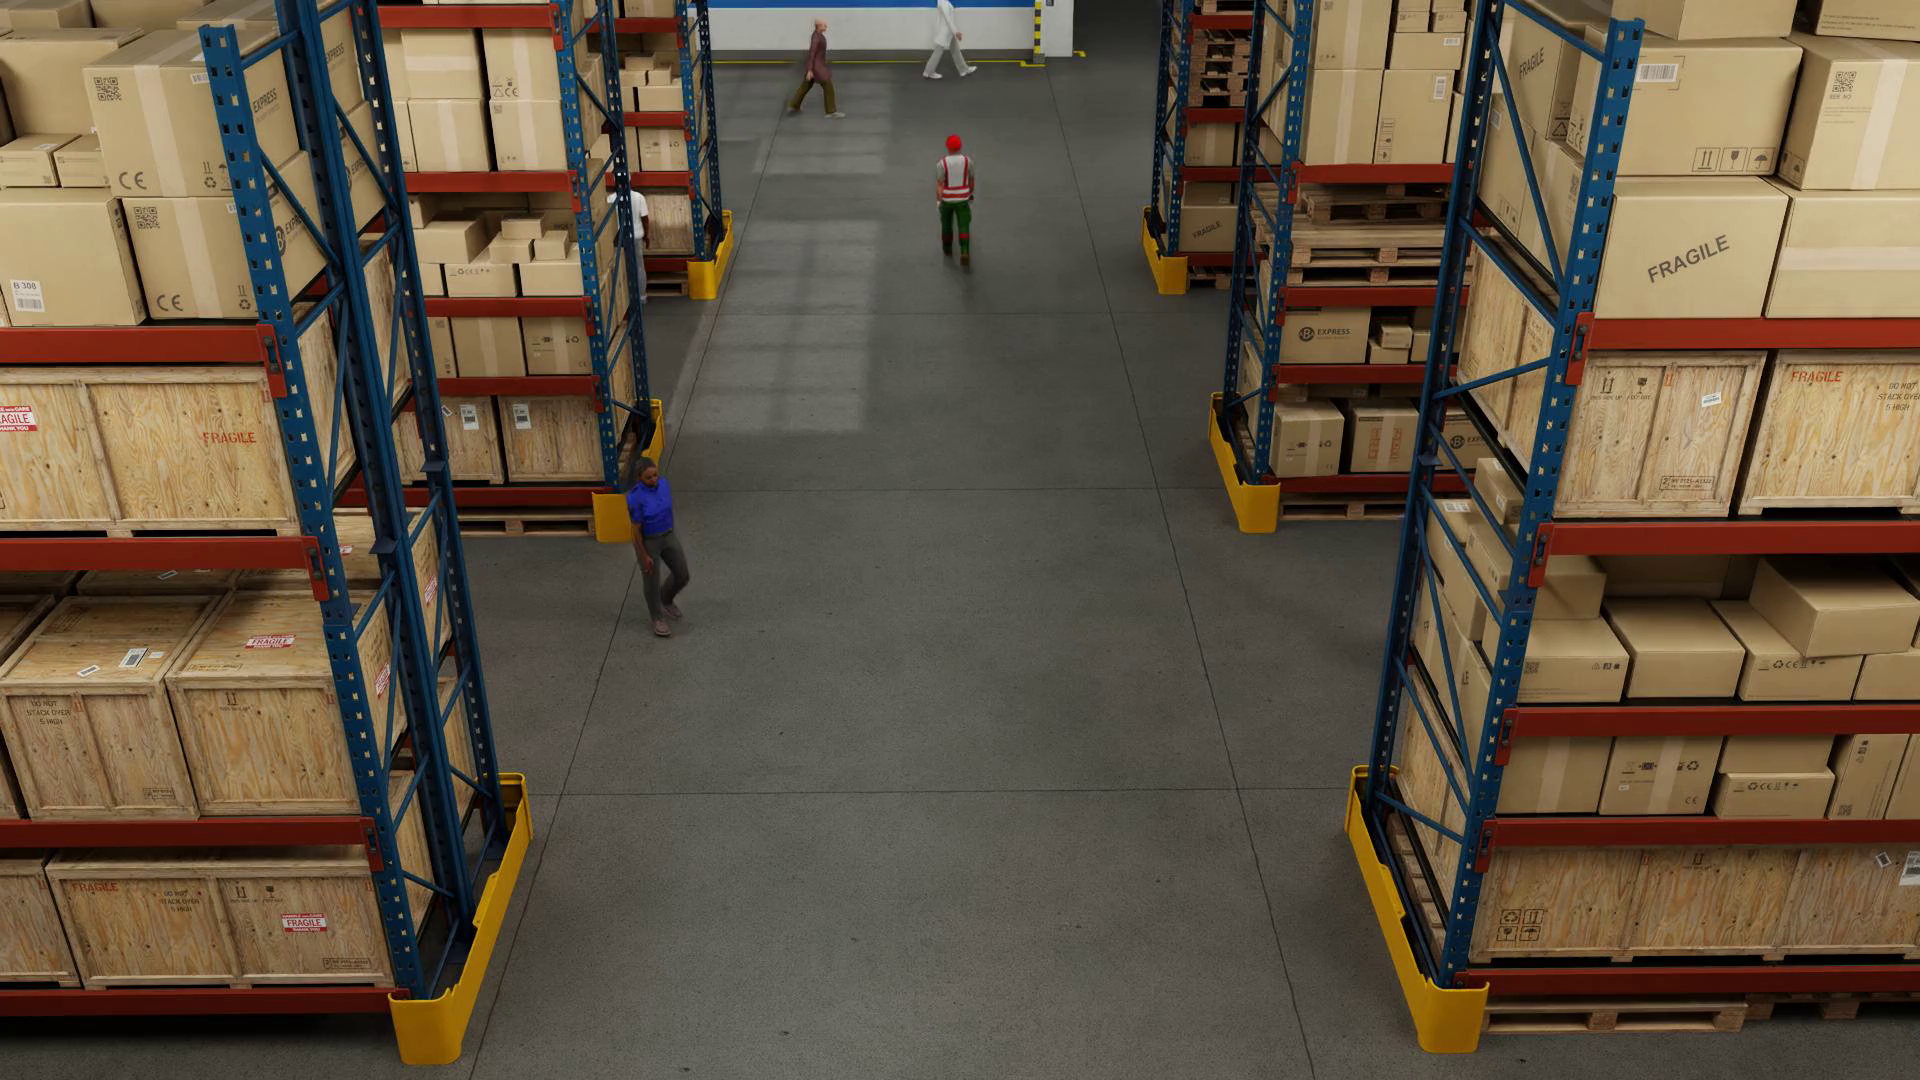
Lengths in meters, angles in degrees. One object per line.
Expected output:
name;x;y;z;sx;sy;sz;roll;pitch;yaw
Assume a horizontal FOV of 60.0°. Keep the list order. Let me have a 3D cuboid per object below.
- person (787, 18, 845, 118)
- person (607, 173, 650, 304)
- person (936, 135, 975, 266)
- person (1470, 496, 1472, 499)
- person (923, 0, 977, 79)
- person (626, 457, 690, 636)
person;-2.594;-8.405;29.577;1.039;1.725;0.632;-3;28;-6
person;-4.218;-3.827;21.023;0.559;1.771;0.413;-14;31;-24
person;-0.058;-4.617;22.494;0.543;1.758;1.039;-2;28;-4
person;4.168;0.350;13.341;0.433;1.651;0.540;18;33;30
person;-0.196;-9.830;32.188;1.075;1.742;0.619;-2;28;-4
person;-2.566;0.019;13.946;0.466;1.652;0.435;-23;36;-36
